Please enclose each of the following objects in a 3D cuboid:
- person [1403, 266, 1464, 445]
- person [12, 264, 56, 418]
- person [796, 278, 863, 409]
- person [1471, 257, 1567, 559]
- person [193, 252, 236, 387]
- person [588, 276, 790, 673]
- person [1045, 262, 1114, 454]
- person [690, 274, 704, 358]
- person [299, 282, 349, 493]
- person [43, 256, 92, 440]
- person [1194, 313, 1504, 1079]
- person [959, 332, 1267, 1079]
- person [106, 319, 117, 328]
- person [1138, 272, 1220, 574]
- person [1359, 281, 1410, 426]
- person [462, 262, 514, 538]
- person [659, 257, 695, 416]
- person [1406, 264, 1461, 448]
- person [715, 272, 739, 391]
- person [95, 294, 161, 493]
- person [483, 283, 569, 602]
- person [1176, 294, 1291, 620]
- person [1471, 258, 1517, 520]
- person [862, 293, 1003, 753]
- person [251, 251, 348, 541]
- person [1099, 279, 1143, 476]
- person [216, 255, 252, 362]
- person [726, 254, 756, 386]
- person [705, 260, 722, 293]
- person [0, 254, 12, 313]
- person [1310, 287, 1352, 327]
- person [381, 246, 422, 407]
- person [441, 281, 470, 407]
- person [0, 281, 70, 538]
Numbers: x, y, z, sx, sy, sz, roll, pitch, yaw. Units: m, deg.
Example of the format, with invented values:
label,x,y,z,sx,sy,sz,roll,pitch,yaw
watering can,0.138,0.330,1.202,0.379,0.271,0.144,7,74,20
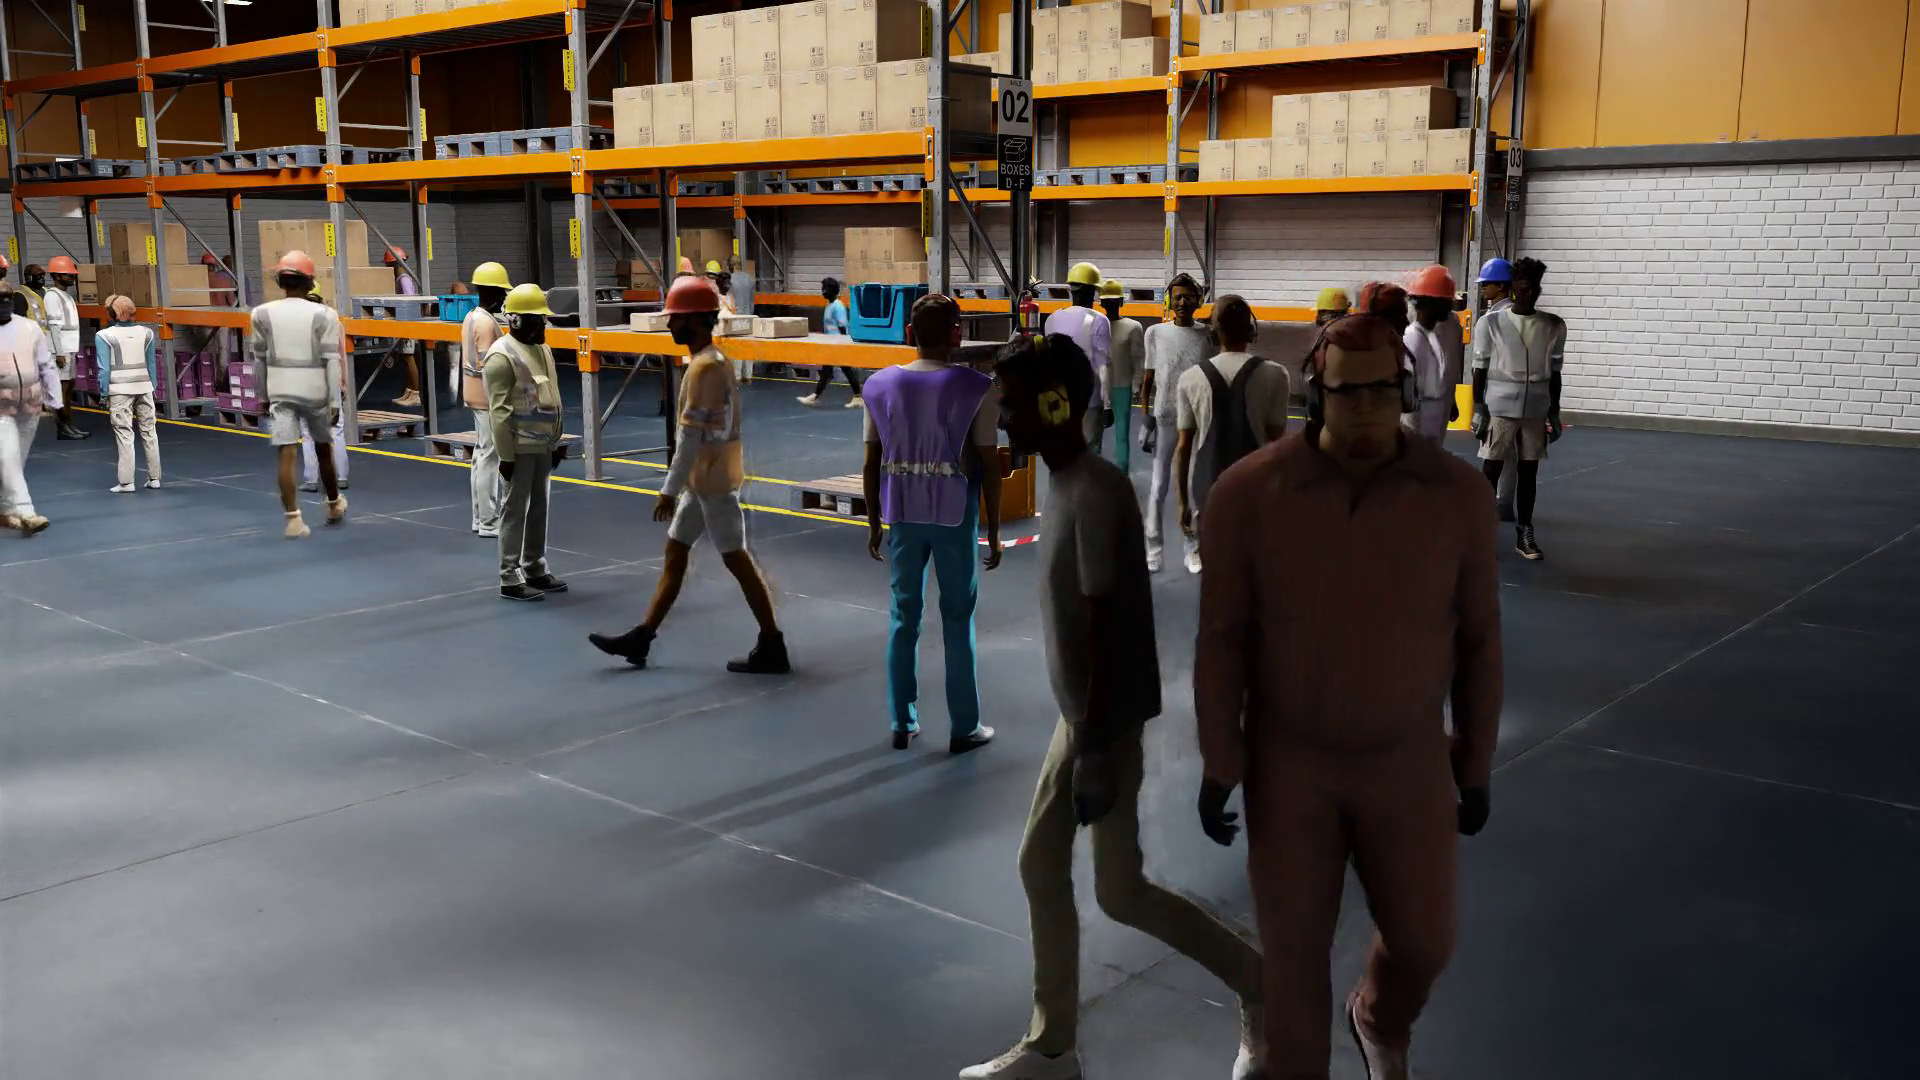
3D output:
label,x,y,z,sx,sy,sz,roll,pitch,yaw
person,2.640,-0.649,9.832,0.606,1.922,0.554,4,11,23
person,-11.040,-2.386,19.961,0.429,1.837,0.628,1,10,8
person,-1.617,-2.455,20.862,0.909,1.640,0.528,-2,10,-12
person,3.628,-0.850,10.833,0.602,1.967,0.368,0,10,0
person,-10.823,-3.184,24.118,0.620,1.974,0.662,-4,11,-20
person,-1.275,-0.287,7.851,0.985,1.883,0.548,-2,10,-9
person,0.863,-1.009,11.857,0.587,1.926,0.368,9,13,42
person,-4.095,-3.319,25.865,0.277,1.629,0.496,7,12,35
person,-5.365,-1.277,13.831,0.526,1.769,0.330,-7,12,-35
person,-9.456,-2.027,17.615,0.379,1.938,0.547,-2,10,-14
person,0.833,0.461,3.585,0.660,1.895,0.511,1,10,8
person,0.423,0.432,3.924,0.789,1.833,0.580,-1,10,-6
person,-13.868,-3.578,27.309,0.503,1.632,0.274,-9,13,-40
person,1.375,-0.718,10.353,0.521,1.874,0.328,1,10,4
person,1.957,-0.255,7.718,0.524,1.867,0.615,9,13,41
person,-3.288,-0.977,11.674,0.375,1.922,0.594,-4,11,-23
person,-3.275,-2.422,19.951,0.808,1.902,0.569,1,10,5
person,3.349,-1.008,11.905,0.642,1.909,0.401,-6,12,-32
person,-3.323,-2.903,23.328,0.320,1.687,0.533,5,11,28
person,-6.884,-1.207,13.785,0.308,1.645,0.514,6,12,30
person,-2.493,-0.558,9.594,0.405,1.824,0.586,2,10,14
person,1.220,-0.176,7.429,0.536,1.813,0.533,3,11,18
person,3.993,-1.118,12.412,0.406,1.945,0.615,0,10,0
person,-0.113,-0.056,6.666,0.570,1.839,0.373,3,10,16
person,-4.670,-1.037,11.823,0.614,1.995,1.017,-2,10,-11
person,1.250,-1.275,13.822,0.525,1.769,0.313,2,10,9
person,-12.444,-3.910,28.429,0.652,1.906,0.402,-4,11,-19
person,-3.280,-3.240,24.532,0.373,1.935,0.628,7,12,35
person,-3.687,-3.279,25.034,0.591,1.837,0.403,4,11,20
person,-13.210,-2.962,22.938,0.368,1.939,0.542,-1,10,-4
person,2.597,-0.906,11.768,0.549,1.748,0.562,1,10,4
person,-7.156,-2.723,21.286,0.390,2.039,0.612,-5,11,-26
person,-6.318,-2.469,21.036,0.510,1.612,0.606,-1,10,-8
person,-6.656,-0.923,11.718,0.947,1.790,0.637,7,12,33
